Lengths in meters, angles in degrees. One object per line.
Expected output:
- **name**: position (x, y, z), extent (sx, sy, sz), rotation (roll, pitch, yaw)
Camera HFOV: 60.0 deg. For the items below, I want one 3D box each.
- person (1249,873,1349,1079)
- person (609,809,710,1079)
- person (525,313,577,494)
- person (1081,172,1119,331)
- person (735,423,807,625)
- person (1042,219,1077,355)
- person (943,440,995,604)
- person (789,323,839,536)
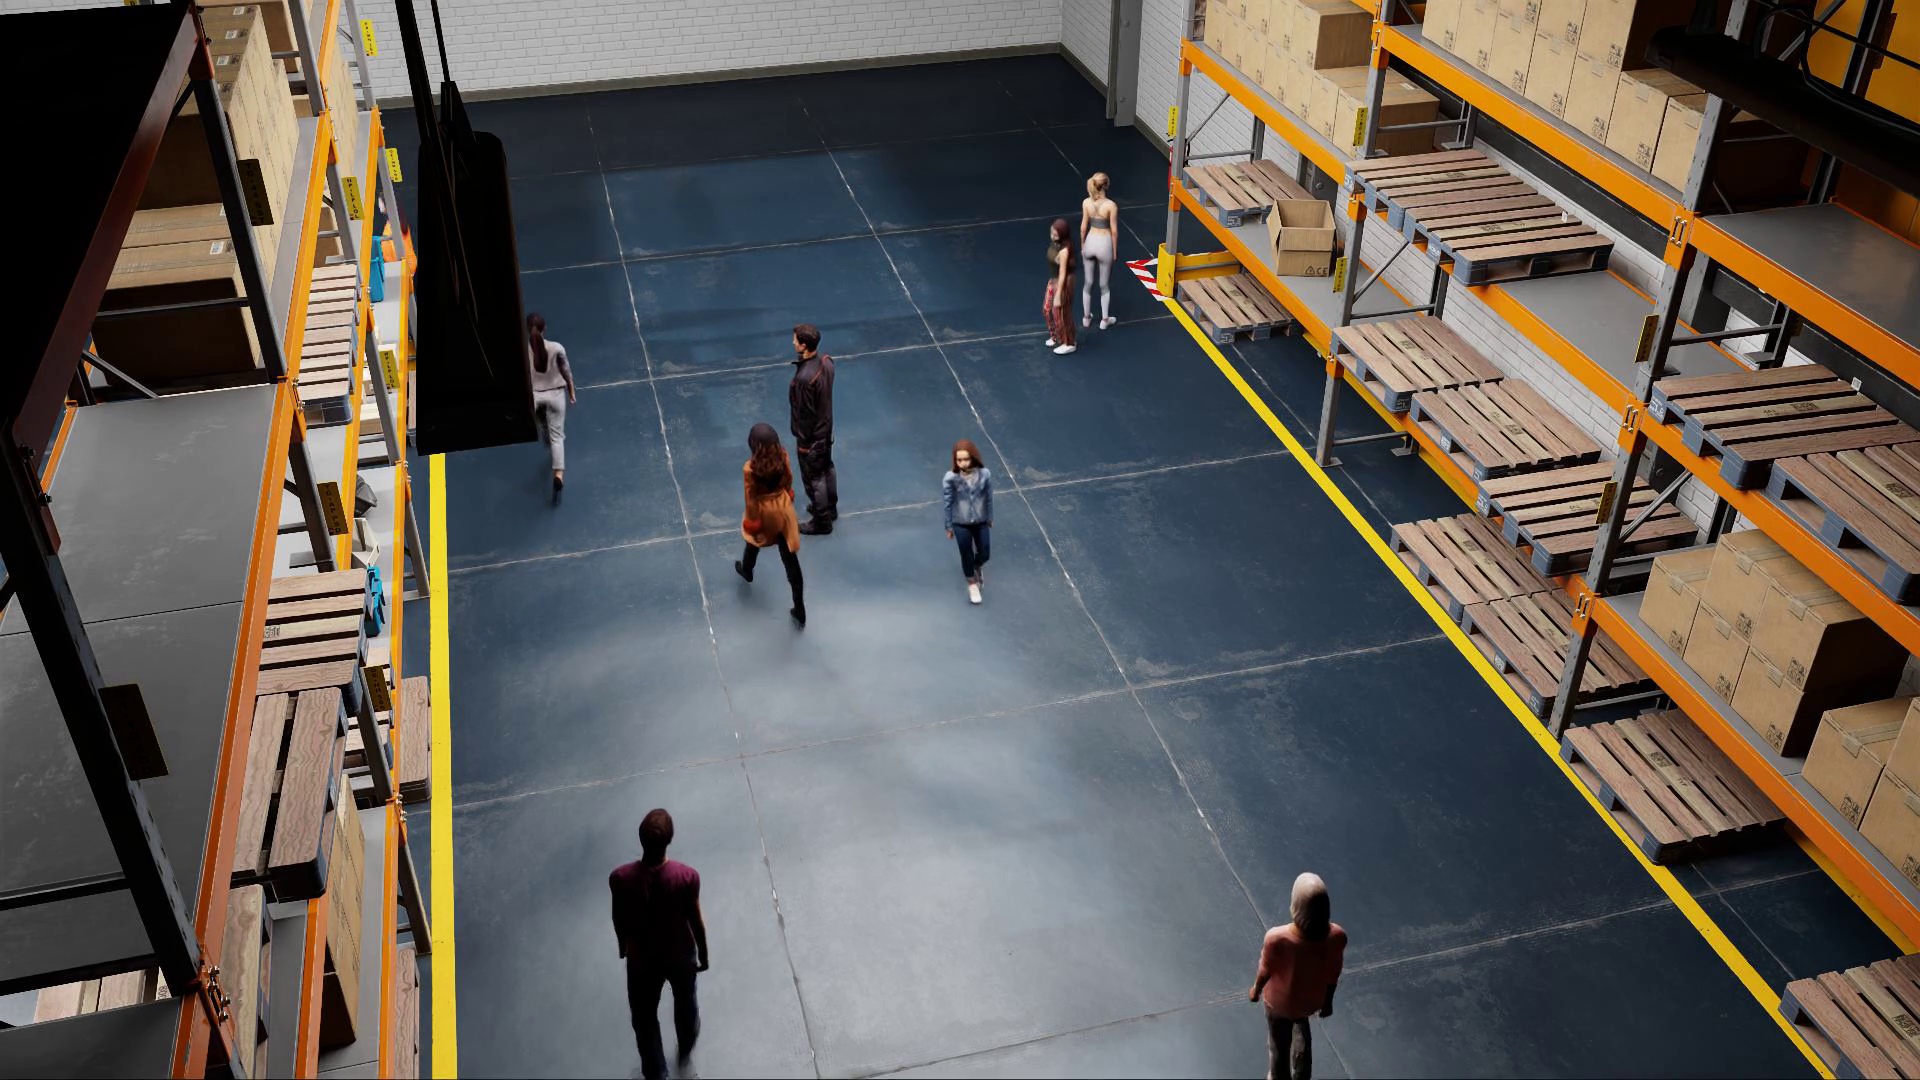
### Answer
- **person**: position (1.849, 2.544, 9.069), extent (0.601, 1.714, 0.616), rotation (-6, 34, -9)
- **person**: position (-1.680, 2.345, 9.274), extent (0.725, 1.819, 0.891), rotation (-7, 34, -11)
- **person**: position (-3.662, -1.184, 14.747), extent (0.697, 1.637, 1.120), rotation (-5, 34, -8)
- **person**: position (1.452, -3.041, 17.480), extent (0.639, 1.705, 0.685), rotation (14, 36, 20)
- **person**: position (-1.423, -0.104, 13.093), extent (0.943, 1.670, 1.282), rotation (-19, 38, -26)
- **person**: position (1.068, -2.592, 16.969), extent (0.658, 1.522, 0.527), rotation (-3, 34, -4)
- **person**: position (0.062, -0.190, 13.406), extent (0.573, 1.467, 0.561), rotation (-10, 35, -14)
- **person**: position (-1.241, -0.953, 14.122), extent (0.855, 1.945, 0.718), rotation (7, 34, 11)
